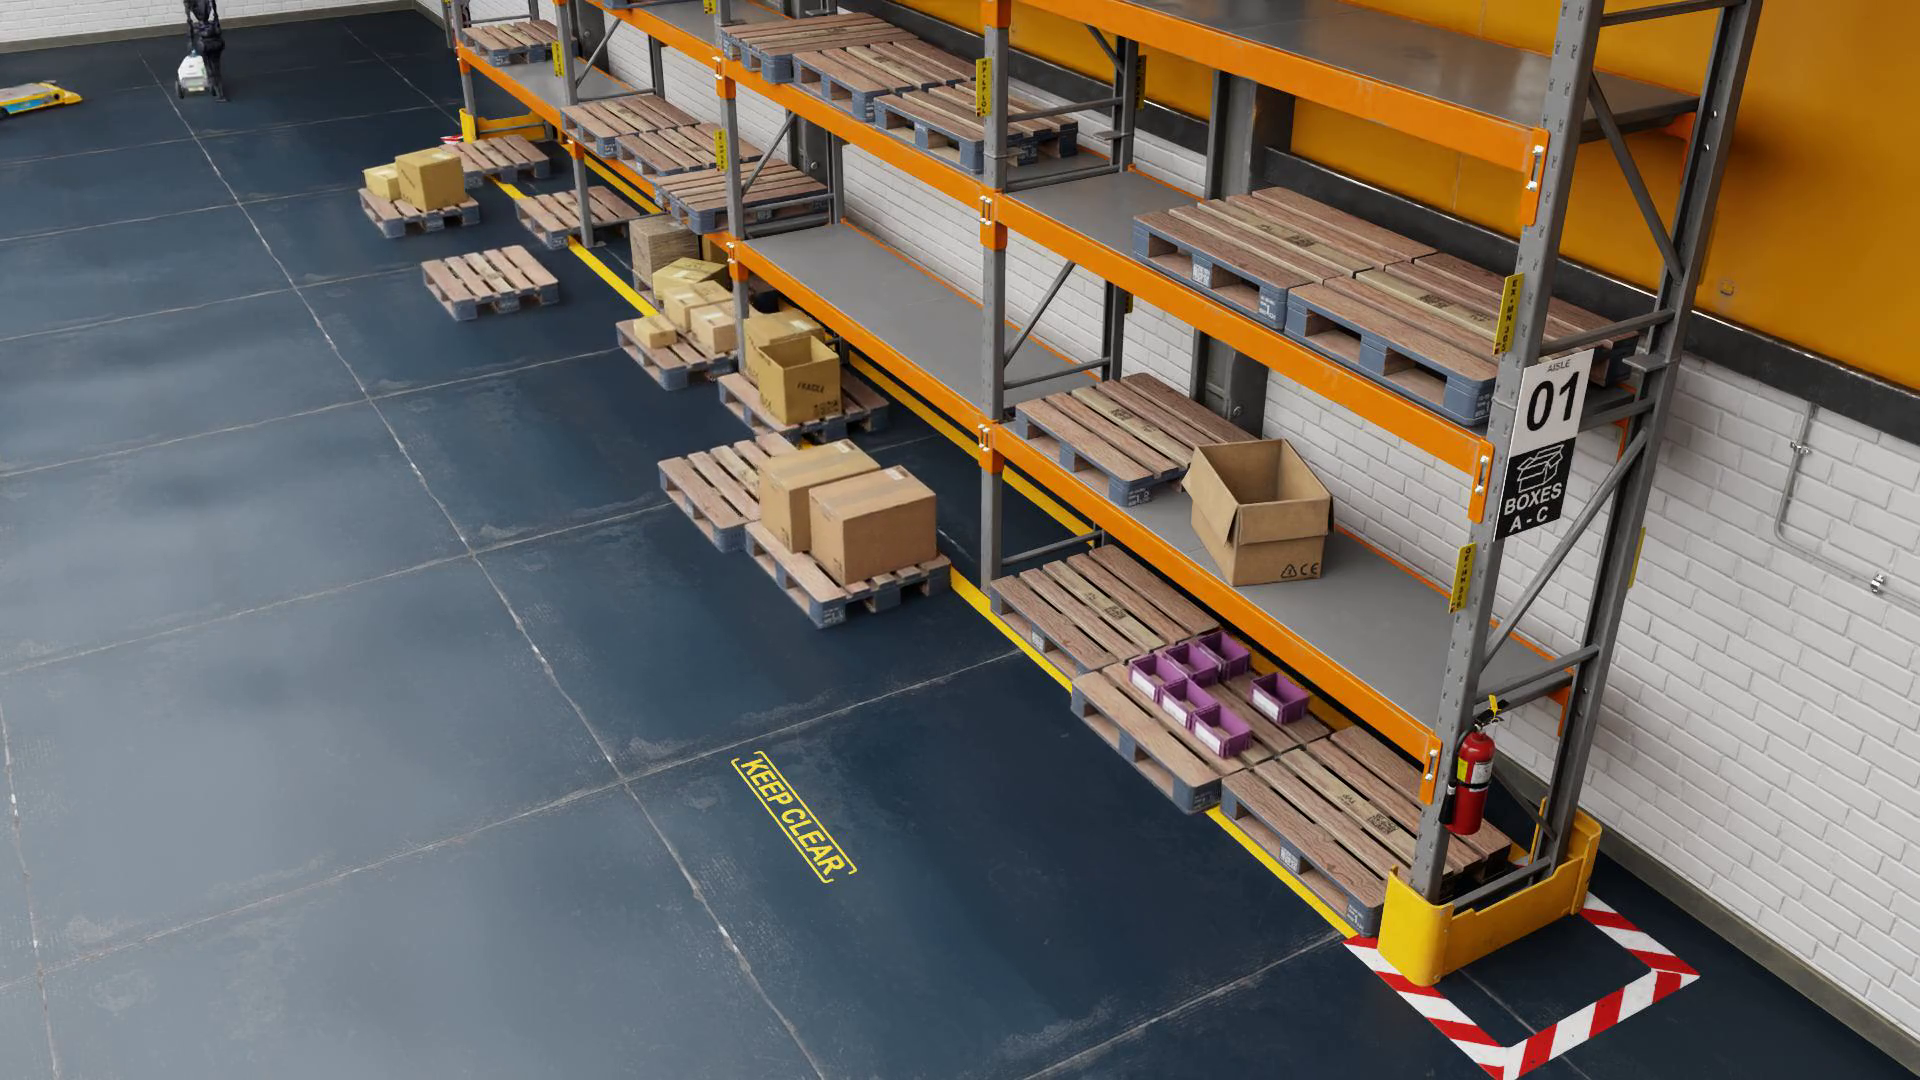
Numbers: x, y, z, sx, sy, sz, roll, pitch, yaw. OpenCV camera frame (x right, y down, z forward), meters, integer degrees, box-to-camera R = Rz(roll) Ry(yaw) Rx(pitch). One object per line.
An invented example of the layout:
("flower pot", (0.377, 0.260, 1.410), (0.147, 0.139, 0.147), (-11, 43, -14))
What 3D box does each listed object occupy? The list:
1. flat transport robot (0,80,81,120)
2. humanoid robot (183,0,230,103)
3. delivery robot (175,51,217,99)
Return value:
("flat transport robot", (-12.373, -5.728, 21.744), (0.659, 0.231, 1.431), (20, 35, 32))
("humanoid robot", (-9.920, -6.605, 21.881), (0.319, 1.648, 0.584), (10, 31, 17))
("delivery robot", (-10.304, -6.274, 22.432), (0.499, 0.608, 0.797), (-8, 30, -13))
